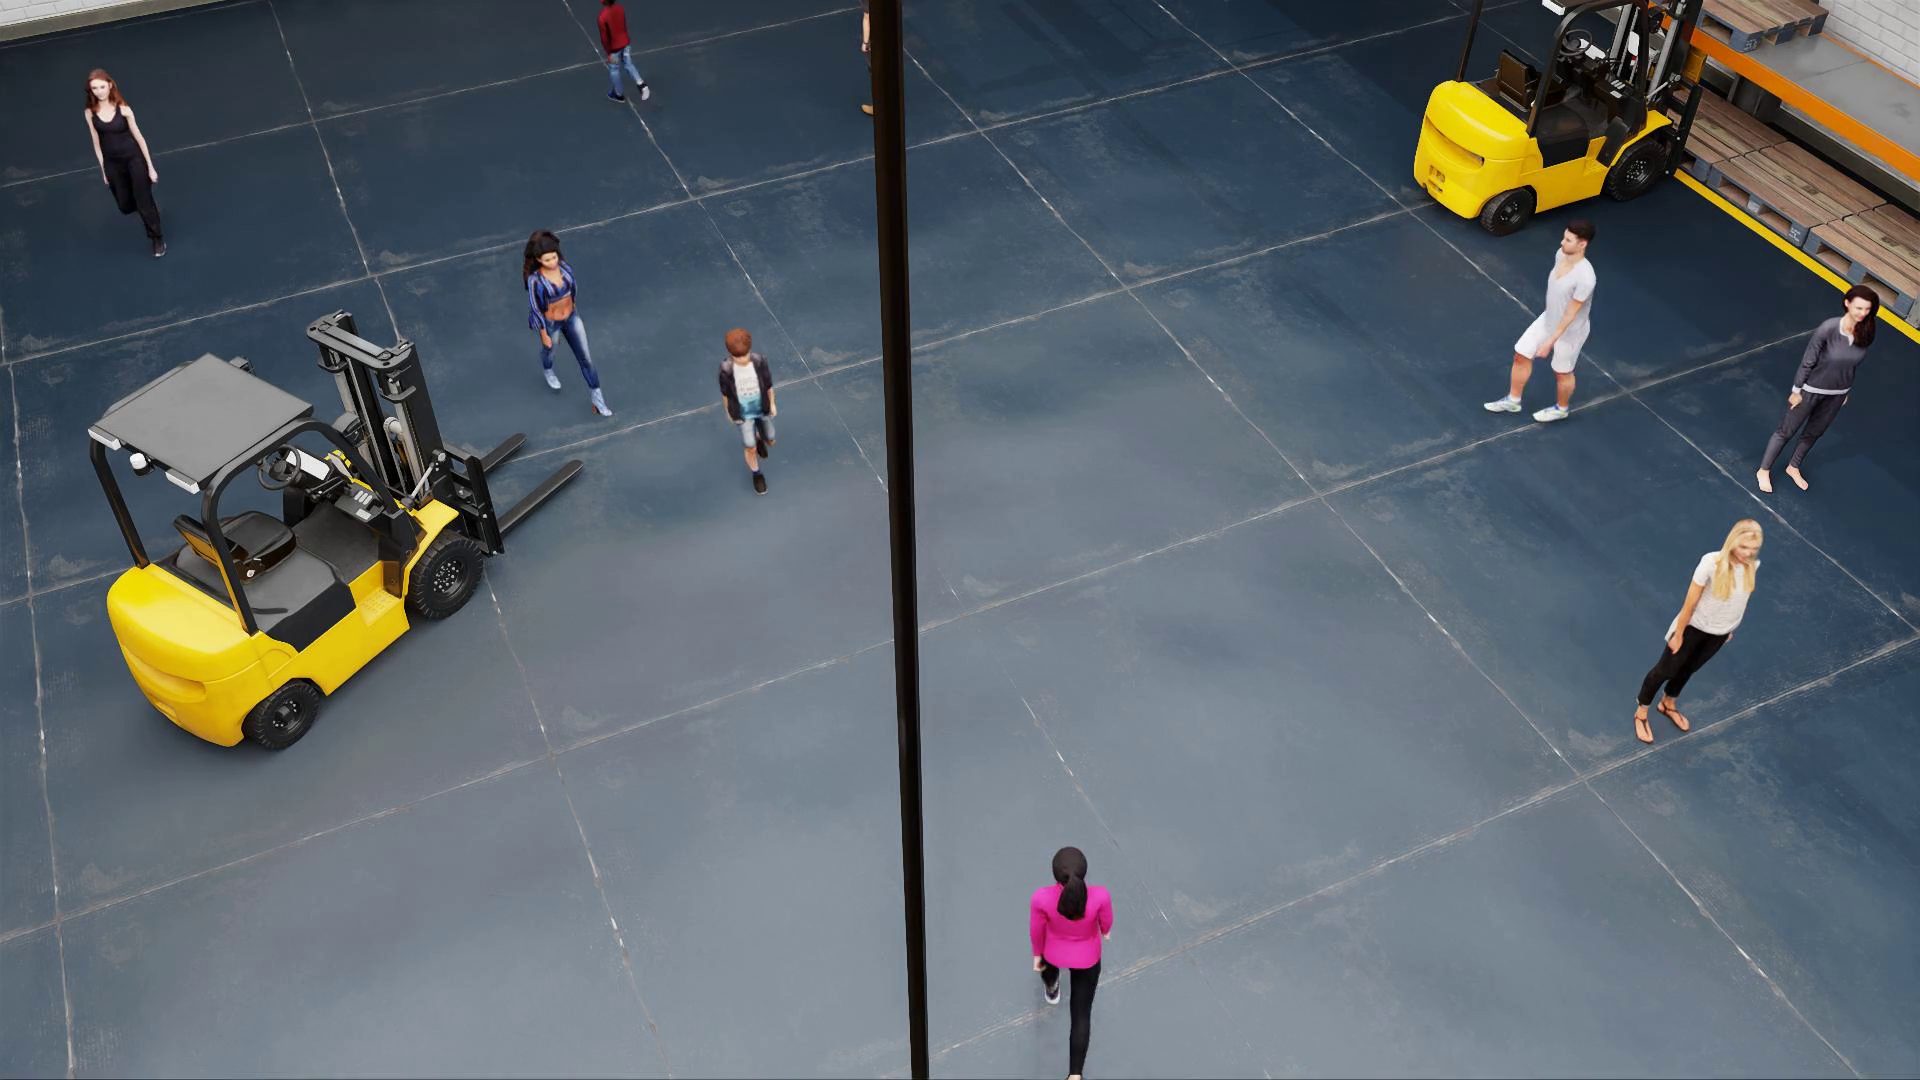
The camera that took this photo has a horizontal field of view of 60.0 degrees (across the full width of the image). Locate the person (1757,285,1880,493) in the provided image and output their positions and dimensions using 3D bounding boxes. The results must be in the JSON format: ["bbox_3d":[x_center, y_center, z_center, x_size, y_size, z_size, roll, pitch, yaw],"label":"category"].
[{"bbox_3d":[6.306,-1.114,12.191,0.672,1.768,0.628,-5,44,-5],"label":"person"}]

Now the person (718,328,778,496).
[{"bbox_3d":[-1.566,-1.011,12.327,0.560,1.432,0.734,-16,46,-16],"label":"person"}]

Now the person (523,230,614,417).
[{"bbox_3d":[-3.178,-1.711,12.960,0.861,1.572,1.141,-34,53,-30],"label":"person"}]

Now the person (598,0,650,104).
[{"bbox_3d":[-3.374,-4.926,16.574,0.789,1.242,0.668,28,50,26],"label":"person"}]

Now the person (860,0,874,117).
[{"bbox_3d":[-0.769,-4.975,16.281,0.683,1.716,0.643,-31,52,-28],"label":"person"}]

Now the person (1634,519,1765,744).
[{"bbox_3d":[4.637,0.544,10.410,0.631,1.824,0.564,-13,45,-13],"label":"person"}]

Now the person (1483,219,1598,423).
[{"bbox_3d":[4.707,-1.638,12.706,0.853,1.816,0.892,-9,44,-10],"label":"person"}]

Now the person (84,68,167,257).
[{"bbox_3d":[-7.282,-3.344,14.554,0.707,1.737,0.844,-8,44,-8],"label":"person"}]

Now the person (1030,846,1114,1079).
[{"bbox_3d":[0.588,2.256,8.739,0.971,1.660,1.207,3,44,4],"label":"person"}]
